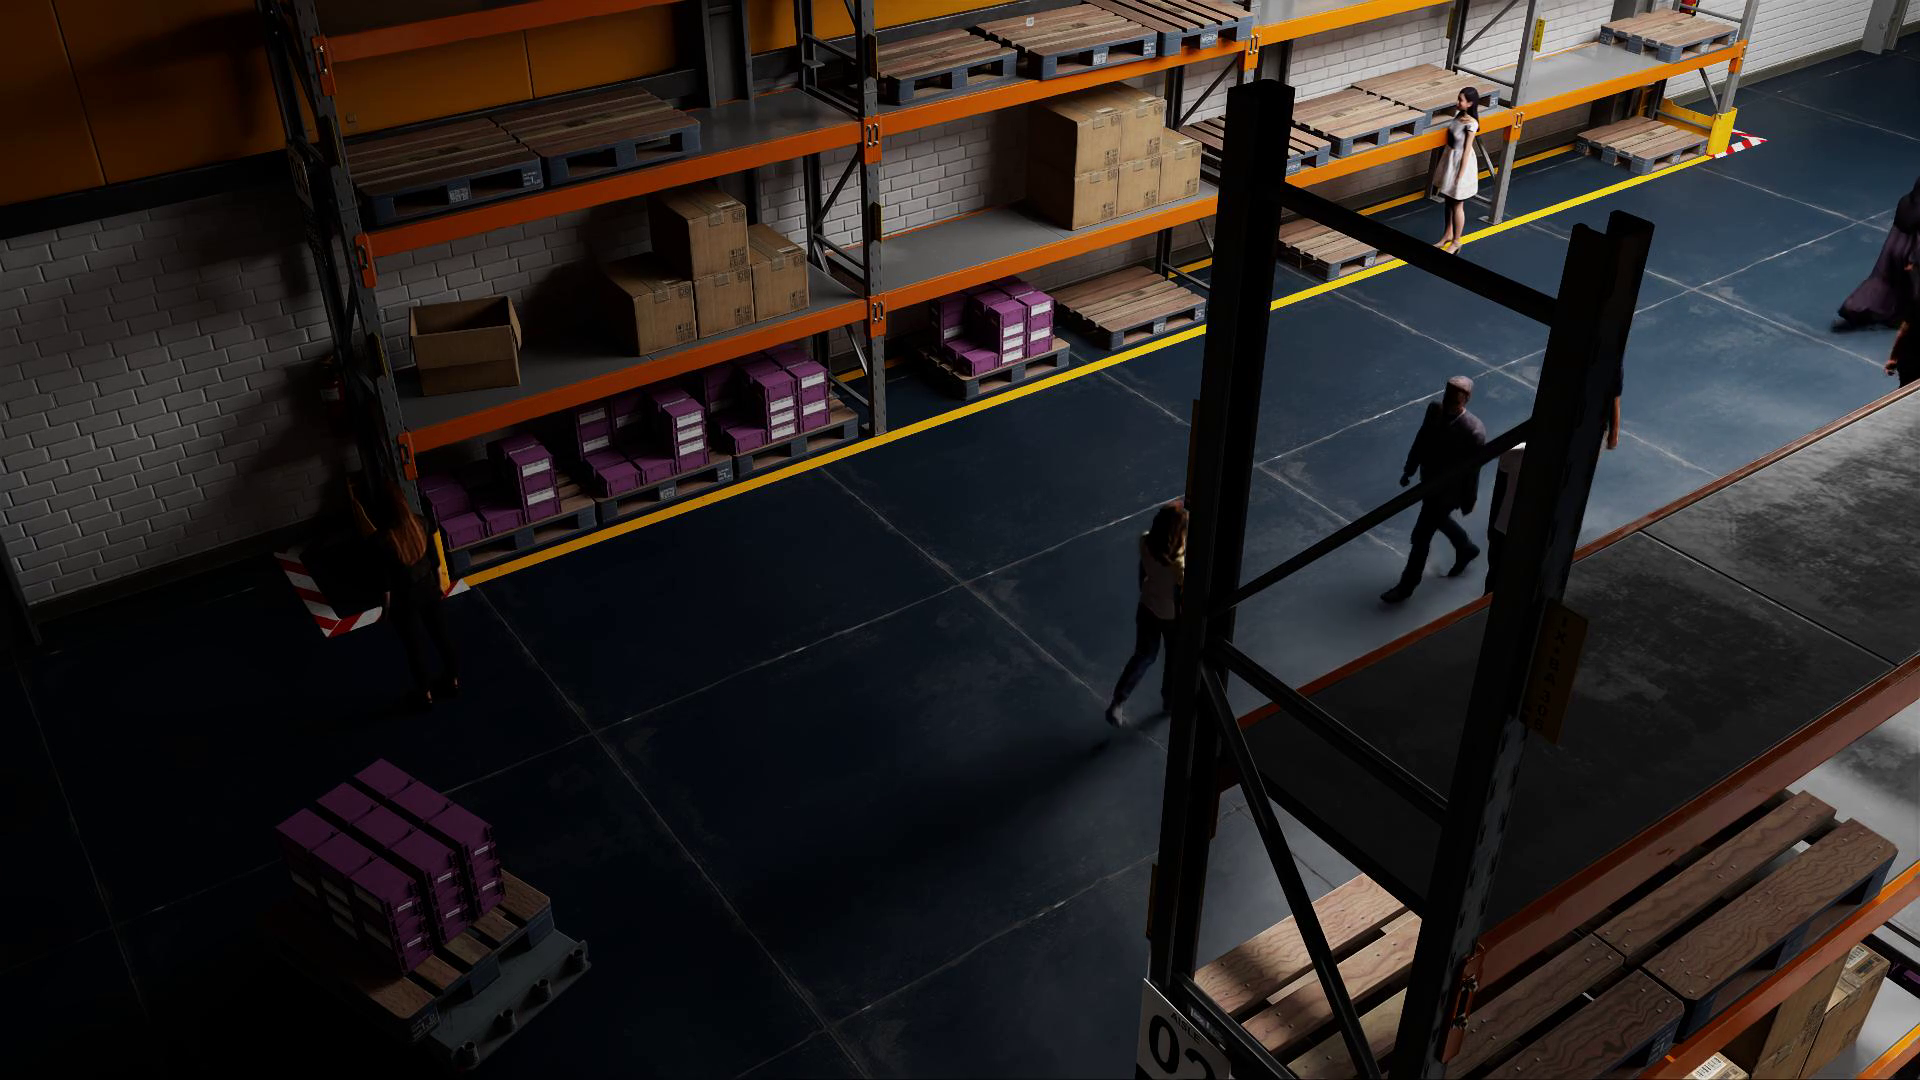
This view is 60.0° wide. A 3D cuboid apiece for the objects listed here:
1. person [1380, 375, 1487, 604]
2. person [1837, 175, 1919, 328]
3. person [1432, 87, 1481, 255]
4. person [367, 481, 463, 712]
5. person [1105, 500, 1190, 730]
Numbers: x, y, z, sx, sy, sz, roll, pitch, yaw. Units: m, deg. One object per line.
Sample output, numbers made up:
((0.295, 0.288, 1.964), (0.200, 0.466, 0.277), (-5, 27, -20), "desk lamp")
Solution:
((3.518, -0.407, 11.949), (1.230, 1.801, 0.935), (-13, 36, -18), "person")
((8.782, -2.712, 15.602), (1.150, 1.596, 0.844), (-10, 35, -14), "person")
((5.095, -3.775, 17.045), (0.799, 1.769, 0.776), (-3, 34, -4), "person")
((-3.570, 0.365, 10.873), (0.512, 1.706, 0.696), (-29, 43, -36), "person")
((1.233, 0.510, 10.658), (1.068, 1.703, 0.725), (-27, 42, -34), "person")
